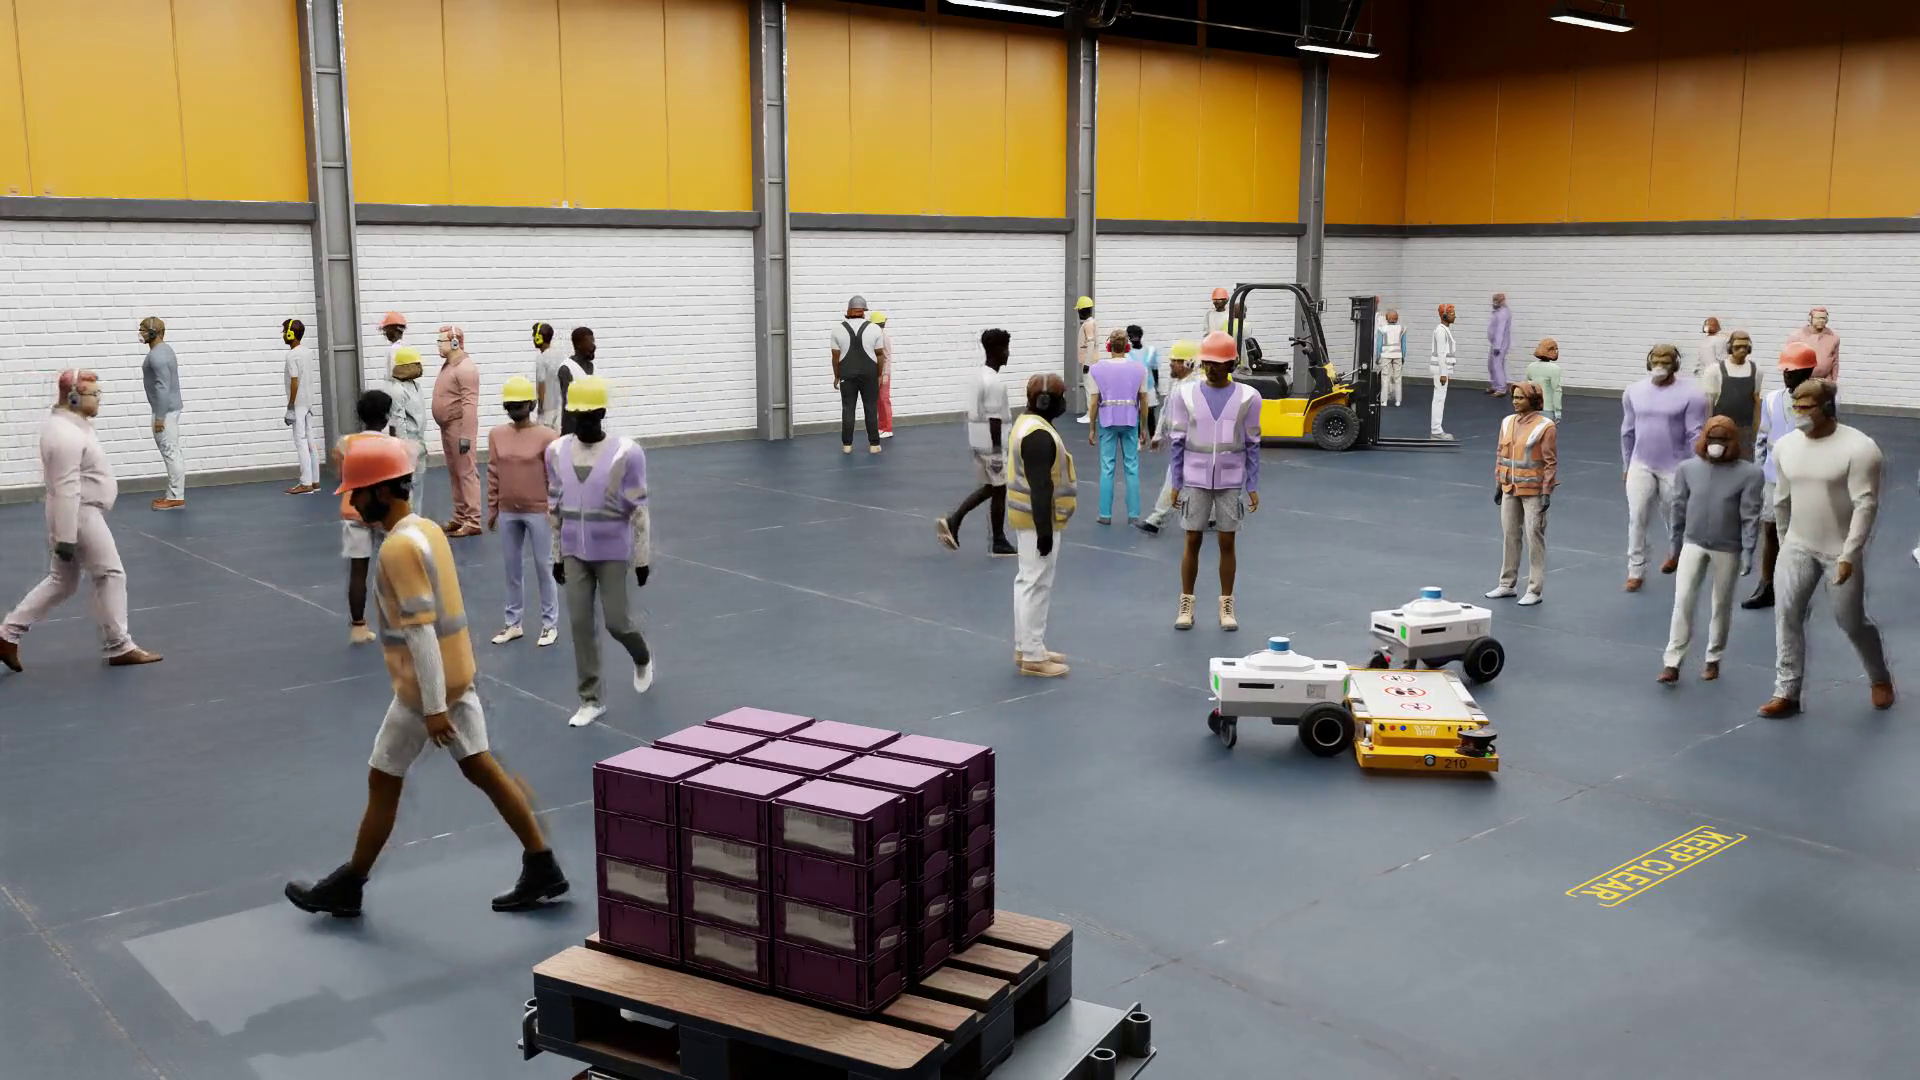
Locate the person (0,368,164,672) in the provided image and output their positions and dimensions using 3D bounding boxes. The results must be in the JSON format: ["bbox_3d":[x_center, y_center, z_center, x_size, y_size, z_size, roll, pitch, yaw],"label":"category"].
[{"bbox_3d":[-5.433,-0.109,10.089,0.882,1.868,0.641,-7,12,-35],"label":"person"}]

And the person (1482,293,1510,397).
[{"bbox_3d":[9.699,-3.512,29.984,0.431,1.879,0.707,2,10,12],"label":"person"}]

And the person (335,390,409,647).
[{"bbox_3d":[-3.838,-0.167,11.024,0.541,1.646,0.860,1,10,6],"label":"person"}]

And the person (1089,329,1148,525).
[{"bbox_3d":[1.491,-1.053,15.667,0.563,1.847,0.388,0,10,0],"label":"person"}]

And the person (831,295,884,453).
[{"bbox_3d":[-1.313,-2.148,21.514,0.673,2.000,0.536,0,10,2],"label":"person"}]

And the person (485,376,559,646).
[{"bbox_3d":[-2.842,-0.183,10.817,0.531,1.766,0.328,2,10,13],"label":"person"}]

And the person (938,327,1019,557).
[{"bbox_3d":[0.203,-0.807,13.929,0.659,1.951,0.631,-3,10,-16],"label":"person"}]

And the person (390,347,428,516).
[{"bbox_3d":[-4.807,-0.822,14.615,0.285,1.746,0.492,0,10,3],"label":"person"}]

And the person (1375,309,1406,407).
[{"bbox_3d":[7.242,-3.051,27.972,0.515,1.641,0.315,-1,10,-3],"label":"person"}]

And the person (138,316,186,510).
[{"bbox_3d":[-7.982,-1.266,16.651,0.379,1.940,0.629,-3,10,-19],"label":"person"}]

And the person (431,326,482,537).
[{"bbox_3d":[-4.578,-0.984,15.096,0.407,1.908,0.642,-6,12,-33],"label":"person"}]

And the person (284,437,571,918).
[{"bbox_3d":[-2.026,0.537,6.334,1.074,1.865,0.590,0,10,-2],"label":"person"}]

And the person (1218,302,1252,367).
[{"bbox_3d":[4.199,-2.680,25.223,0.429,1.840,0.633,-8,12,-39],"label":"person"}]

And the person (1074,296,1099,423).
[{"bbox_3d":[1.921,-2.738,25.308,0.384,1.922,0.593,1,10,6],"label":"person"}]

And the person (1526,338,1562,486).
[{"bbox_3d":[6.464,-1.416,18.421,0.280,1.634,0.498,-4,11,-24],"label":"person"}]

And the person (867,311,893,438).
[{"bbox_3d":[-1.134,-2.303,23.231,0.326,1.765,0.533,-4,11,-23],"label":"person"}]

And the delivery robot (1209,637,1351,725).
[{"bbox_3d":[1.651,0.747,8.633,0.707,0.478,0.477,1,10,7],"label":"delivery robot"}]

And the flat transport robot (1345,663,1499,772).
[{"bbox_3d":[2.367,0.912,8.773,0.652,0.197,1.431,1,10,7],"label":"flat transport robot"}]

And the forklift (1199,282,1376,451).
[{"bbox_3d":[4.328,-2.346,22.227,2.313,2.155,1.214,3,10,16],"label":"forklift"}]

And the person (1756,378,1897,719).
[{"bbox_3d":[4.831,0.039,9.179,0.867,1.896,0.642,-6,11,-31],"label":"person"}]

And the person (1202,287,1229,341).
[{"bbox_3d":[4.090,-2.963,26.283,0.606,2.044,0.373,6,12,33],"label":"person"}]

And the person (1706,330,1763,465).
[{"bbox_3d":[7.355,-1.073,15.832,0.501,1.833,0.399,2,10,10],"label":"person"}]

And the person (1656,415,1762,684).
[{"bbox_3d":[4.386,0.080,9.745,0.514,1.600,0.784,7,12,36],"label":"person"}]

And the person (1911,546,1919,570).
[{"bbox_3d":[7.745,-0.466,12.951,0.514,1.603,0.800,-2,10,-13],"label":"person"}]

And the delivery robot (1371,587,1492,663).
[{"bbox_3d":[2.814,0.525,9.937,0.707,0.478,0.477,-4,11,-24],"label":"delivery robot"}]

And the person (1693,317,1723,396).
[{"bbox_3d":[11.672,-2.656,25.760,0.783,1.606,0.491,-1,10,-5],"label":"person"}]

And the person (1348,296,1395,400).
[{"bbox_3d":[7.264,-3.350,29.131,0.935,1.849,0.584,-4,10,-21],"label":"person"}]

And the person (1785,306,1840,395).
[{"bbox_3d":[10.773,-1.995,21.017,0.652,1.904,0.403,1,10,5],"label":"person"}]

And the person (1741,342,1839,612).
[{"bbox_3d":[5.871,-0.430,11.770,0.377,1.932,0.552,-7,12,-36],"label":"person"}]

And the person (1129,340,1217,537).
[{"bbox_3d":[1.999,-0.920,15.099,0.971,1.774,0.612,-3,10,-15],"label":"person"}]

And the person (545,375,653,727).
[{"bbox_3d":[-1.961,0.034,9.147,0.590,1.909,0.664,3,10,15],"label":"person"}]

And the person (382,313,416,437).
[{"bbox_3d":[-6.283,-1.577,18.617,0.399,1.902,0.568,-1,10,-6],"label":"person"}]

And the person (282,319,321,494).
[{"bbox_3d":[-7.076,-1.425,17.782,0.328,1.872,0.513,0,10,0],"label":"person"}]

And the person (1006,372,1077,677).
[{"bbox_3d":[0.496,-0.100,10.116,0.429,1.839,0.633,-1,10,-3],"label":"person"}]

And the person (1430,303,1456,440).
[{"bbox_3d":[6.667,-2.312,22.941,0.355,1.882,0.576,3,10,16],"label":"person"}]

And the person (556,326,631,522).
[{"bbox_3d":[-3.659,-1.094,15.829,0.990,1.880,0.583,4,10,22],"label":"person"}]

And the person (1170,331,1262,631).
[{"bbox_3d":[1.721,-0.392,11.249,0.605,2.037,0.394,1,10,8],"label":"person"}]

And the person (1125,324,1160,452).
[{"bbox_3d":[2.300,-1.958,21.499,0.568,1.657,0.444,0,10,0],"label":"person"}]

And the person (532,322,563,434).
[{"bbox_3d":[-4.251,-1.365,17.489,0.624,1.852,0.528,2,10,13],"label":"person"}]

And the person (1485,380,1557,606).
[{"bbox_3d":[4.113,-0.345,12.134,0.311,1.639,0.521,-5,11,-28],"label":"person"}]

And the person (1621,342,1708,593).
[{"bbox_3d":[5.393,-0.571,12.718,0.634,1.911,0.864,8,13,40],"label":"person"}]
